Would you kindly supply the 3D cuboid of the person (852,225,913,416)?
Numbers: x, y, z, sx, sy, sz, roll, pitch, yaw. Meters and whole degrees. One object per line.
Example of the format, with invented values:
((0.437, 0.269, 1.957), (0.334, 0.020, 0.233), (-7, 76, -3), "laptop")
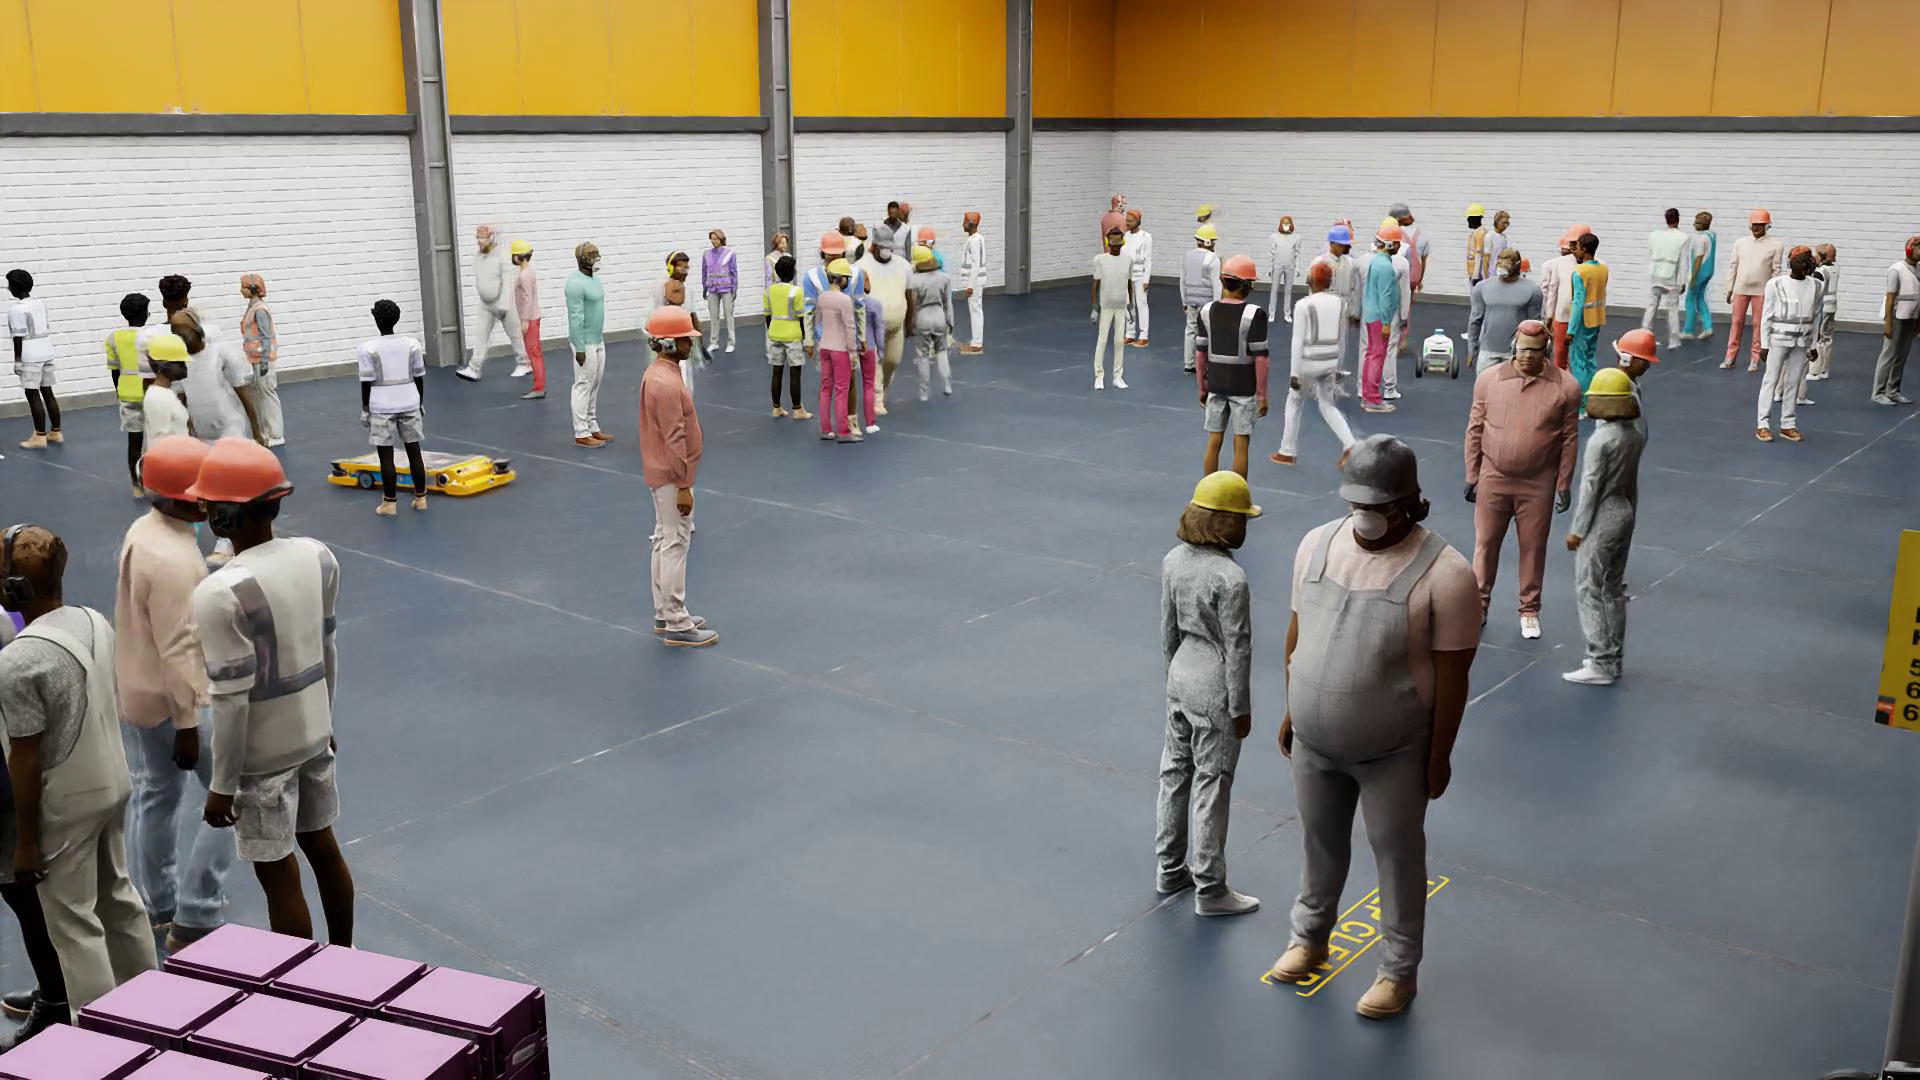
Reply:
((-0.860, -2.370, 17.643), (0.702, 2.000, 0.812), (-5, 15, -20), "person")

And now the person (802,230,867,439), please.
((-1.203, -1.973, 16.100), (0.612, 2.029, 0.408), (-5, 15, -17), "person")

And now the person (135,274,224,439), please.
((-5.607, -0.944, 12.095), (0.600, 1.967, 0.368), (-6, 15, -22), "person")

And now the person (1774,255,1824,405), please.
((9.162, -2.293, 18.153), (0.308, 1.639, 0.511), (-7, 16, -25), "person")

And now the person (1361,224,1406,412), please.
((4.498, -2.357, 17.710), (0.403, 1.987, 0.611), (0, 14, 2), "person")

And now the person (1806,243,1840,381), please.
((10.296, -2.719, 19.877), (0.508, 1.629, 0.315), (-10, 17, -35), "person")

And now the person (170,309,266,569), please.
((-5.168, -0.693, 11.460), (0.575, 1.785, 0.893), (3, 14, 12), "person")

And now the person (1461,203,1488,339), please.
((7.332, -3.819, 23.696), (0.410, 1.917, 0.587), (3, 14, 13), "person")

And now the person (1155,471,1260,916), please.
((0.974, 0.588, 6.445), (0.311, 1.735, 0.484), (-8, 16, -28), "person")

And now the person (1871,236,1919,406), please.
((10.238, -2.382, 18.114), (0.563, 1.837, 0.386), (-8, 16, -29), "person")

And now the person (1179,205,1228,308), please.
((4.032, -4.601, 27.223), (0.884, 1.709, 0.612), (4, 15, 16), "person")

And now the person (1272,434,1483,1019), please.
((1.370, 0.621, 5.692), (0.535, 2.000, 0.681), (-13, 19, -43), "person")

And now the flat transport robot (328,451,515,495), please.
((-4.574, -0.588, 14.113), (1.431, 0.197, 0.652), (5, 15, 20), "flat transport robot")

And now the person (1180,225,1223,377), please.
((2.943, -2.894, 20.167), (0.404, 1.826, 0.600), (-12, 19, -40), "person")

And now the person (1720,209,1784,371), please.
((9.834, -3.099, 20.650), (0.609, 1.995, 0.378), (11, 18, 38), "person")

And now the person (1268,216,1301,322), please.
((5.016, -4.192, 25.750), (0.500, 1.634, 0.286), (1, 14, 3), "person")

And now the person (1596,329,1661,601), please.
((4.269, -0.491, 10.737), (0.347, 1.739, 0.572), (5, 15, 19), "person")

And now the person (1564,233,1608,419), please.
((6.491, -2.214, 17.270), (0.596, 1.916, 0.372), (-13, 19, -42), "person")

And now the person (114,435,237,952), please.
((-2.840, 0.576, 6.074), (0.435, 1.954, 0.640), (-11, 18, -38), "person")

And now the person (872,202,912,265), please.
((-1.026, -4.116, 24.964), (0.609, 1.866, 0.986), (-2, 14, -7), "person")

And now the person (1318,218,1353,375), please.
((4.613, -2.968, 20.332), (0.397, 1.900, 0.648), (-3, 14, -13), "person")

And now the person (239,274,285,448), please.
((-6.630, -1.700, 15.781), (0.306, 1.639, 0.523), (-9, 16, -31), "person")

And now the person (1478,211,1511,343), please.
((7.466, -3.668, 23.245), (0.336, 1.835, 0.516), (13, 19, 42), "person")

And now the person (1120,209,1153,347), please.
((2.401, -3.597, 22.887), (0.345, 1.879, 0.577), (-12, 18, -40), "person")

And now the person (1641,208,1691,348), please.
((9.719, -3.591, 22.842), (0.512, 1.884, 0.607), (-13, 19, -41), "person")

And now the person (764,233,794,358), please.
((-2.359, -3.184, 21.736), (0.321, 1.633, 0.521), (10, 17, 34), "person")

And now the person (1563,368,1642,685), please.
((3.527, -0.075, 9.109), (0.358, 1.730, 0.496), (13, 19, 42), "person")

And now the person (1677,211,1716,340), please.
((10.480, -3.727, 23.521), (0.581, 1.817, 0.620), (12, 19, 40), "person")

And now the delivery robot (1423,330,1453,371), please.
((5.825, -2.317, 20.256), (0.477, 0.478, 0.707), (4, 15, 15), "delivery robot")

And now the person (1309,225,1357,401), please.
((4.121, -2.503, 18.401), (0.611, 1.935, 0.420), (-6, 15, -24), "person")

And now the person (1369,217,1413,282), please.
((5.598, -3.303, 21.793), (0.591, 1.833, 0.404), (9, 16, 31), "person")
